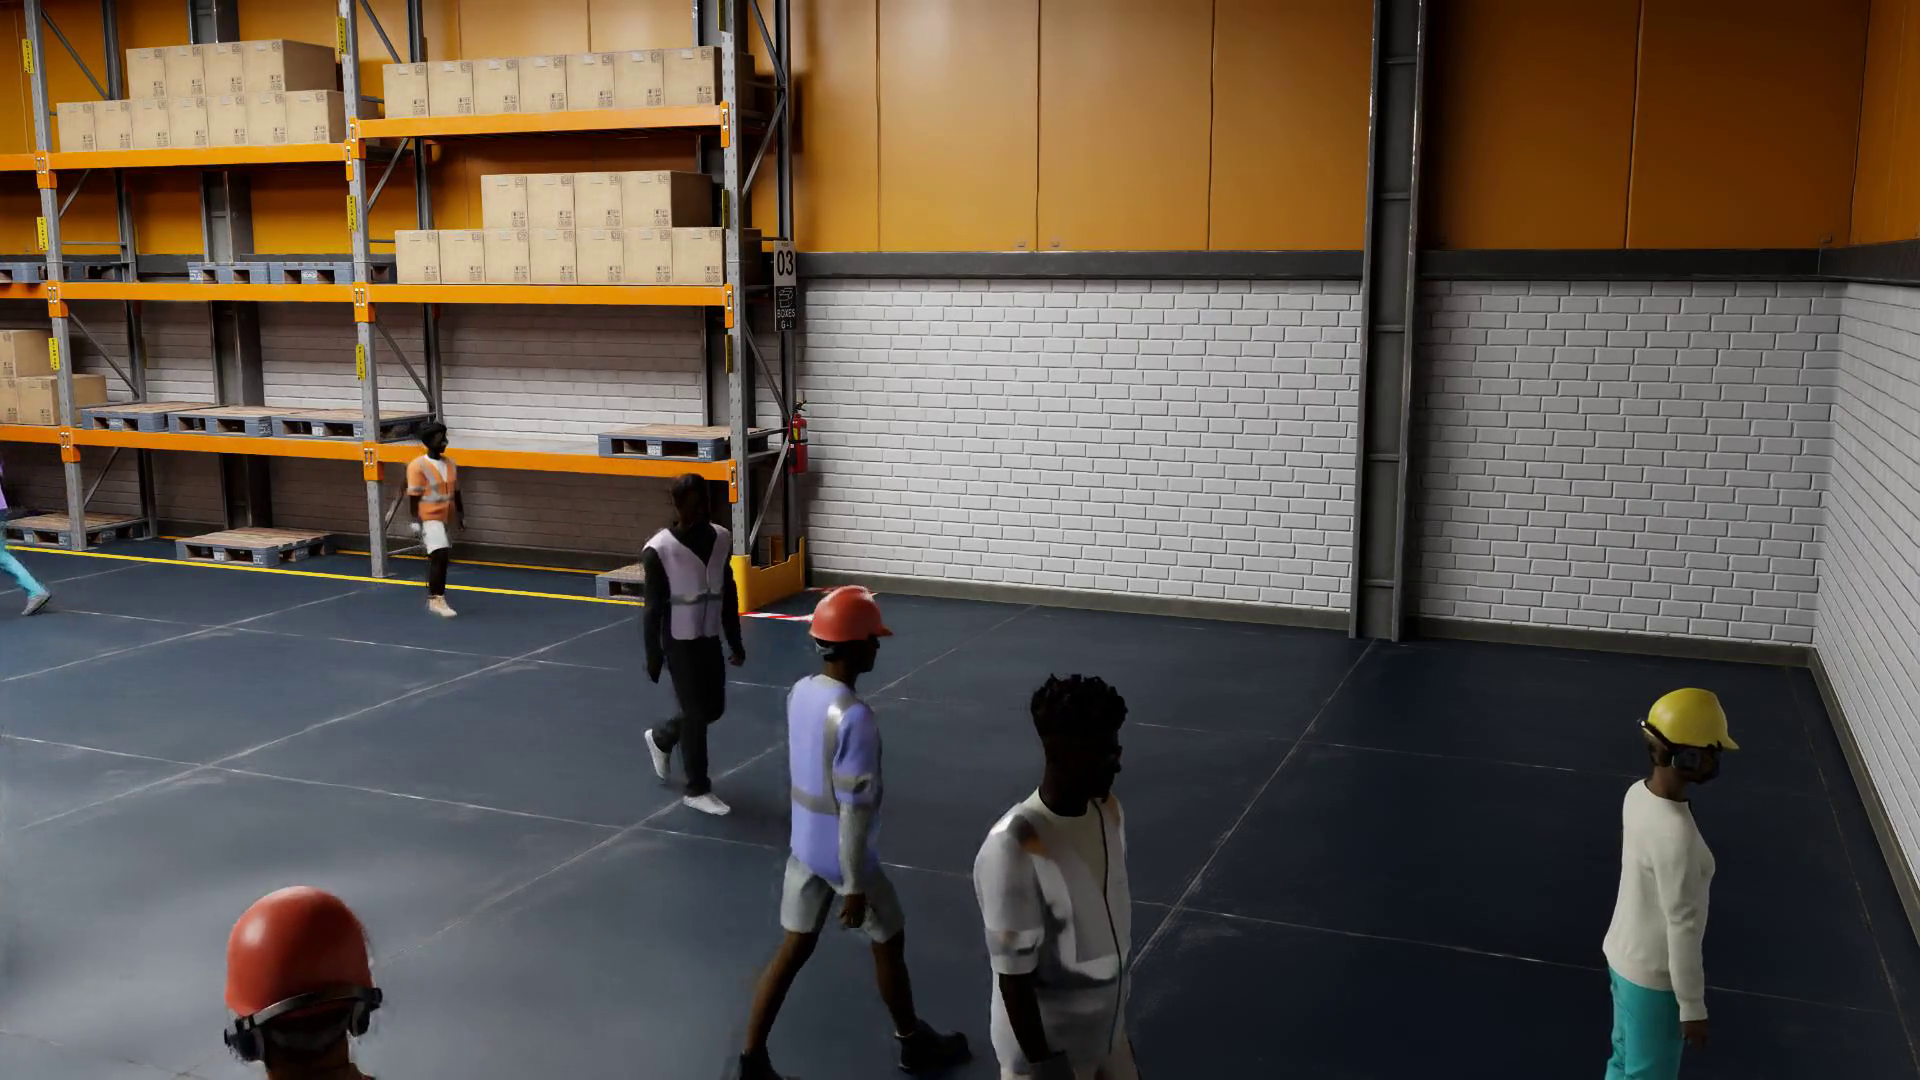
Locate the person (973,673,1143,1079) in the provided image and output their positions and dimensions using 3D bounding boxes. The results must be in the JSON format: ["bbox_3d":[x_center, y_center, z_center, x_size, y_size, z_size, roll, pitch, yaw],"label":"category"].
[{"bbox_3d":[0.306,1.315,4.421,0.449,1.961,0.626,7,12,38],"label":"person"}]

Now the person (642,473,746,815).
[{"bbox_3d":[-1.545,0.549,9.262,0.700,1.894,0.597,7,12,36],"label":"person"}]

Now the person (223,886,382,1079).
[{"bbox_3d":[-1.143,1.552,2.987,0.649,1.951,0.933,-6,11,-33],"label":"person"}]

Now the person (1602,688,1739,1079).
[{"bbox_3d":[2.133,1.313,5.046,0.334,1.764,0.539,2,10,11],"label":"person"}]

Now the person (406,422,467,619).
[{"bbox_3d":[-4.391,-0.163,14.187,0.565,1.677,0.552,4,10,23],"label":"person"}]

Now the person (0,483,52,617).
[{"bbox_3d":[-8.292,-0.215,14.171,0.821,1.809,0.577,0,9,0],"label":"person"}]

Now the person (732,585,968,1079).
[{"bbox_3d":[-0.438,1.094,5.993,0.977,1.890,0.558,-6,11,-34],"label":"person"}]
